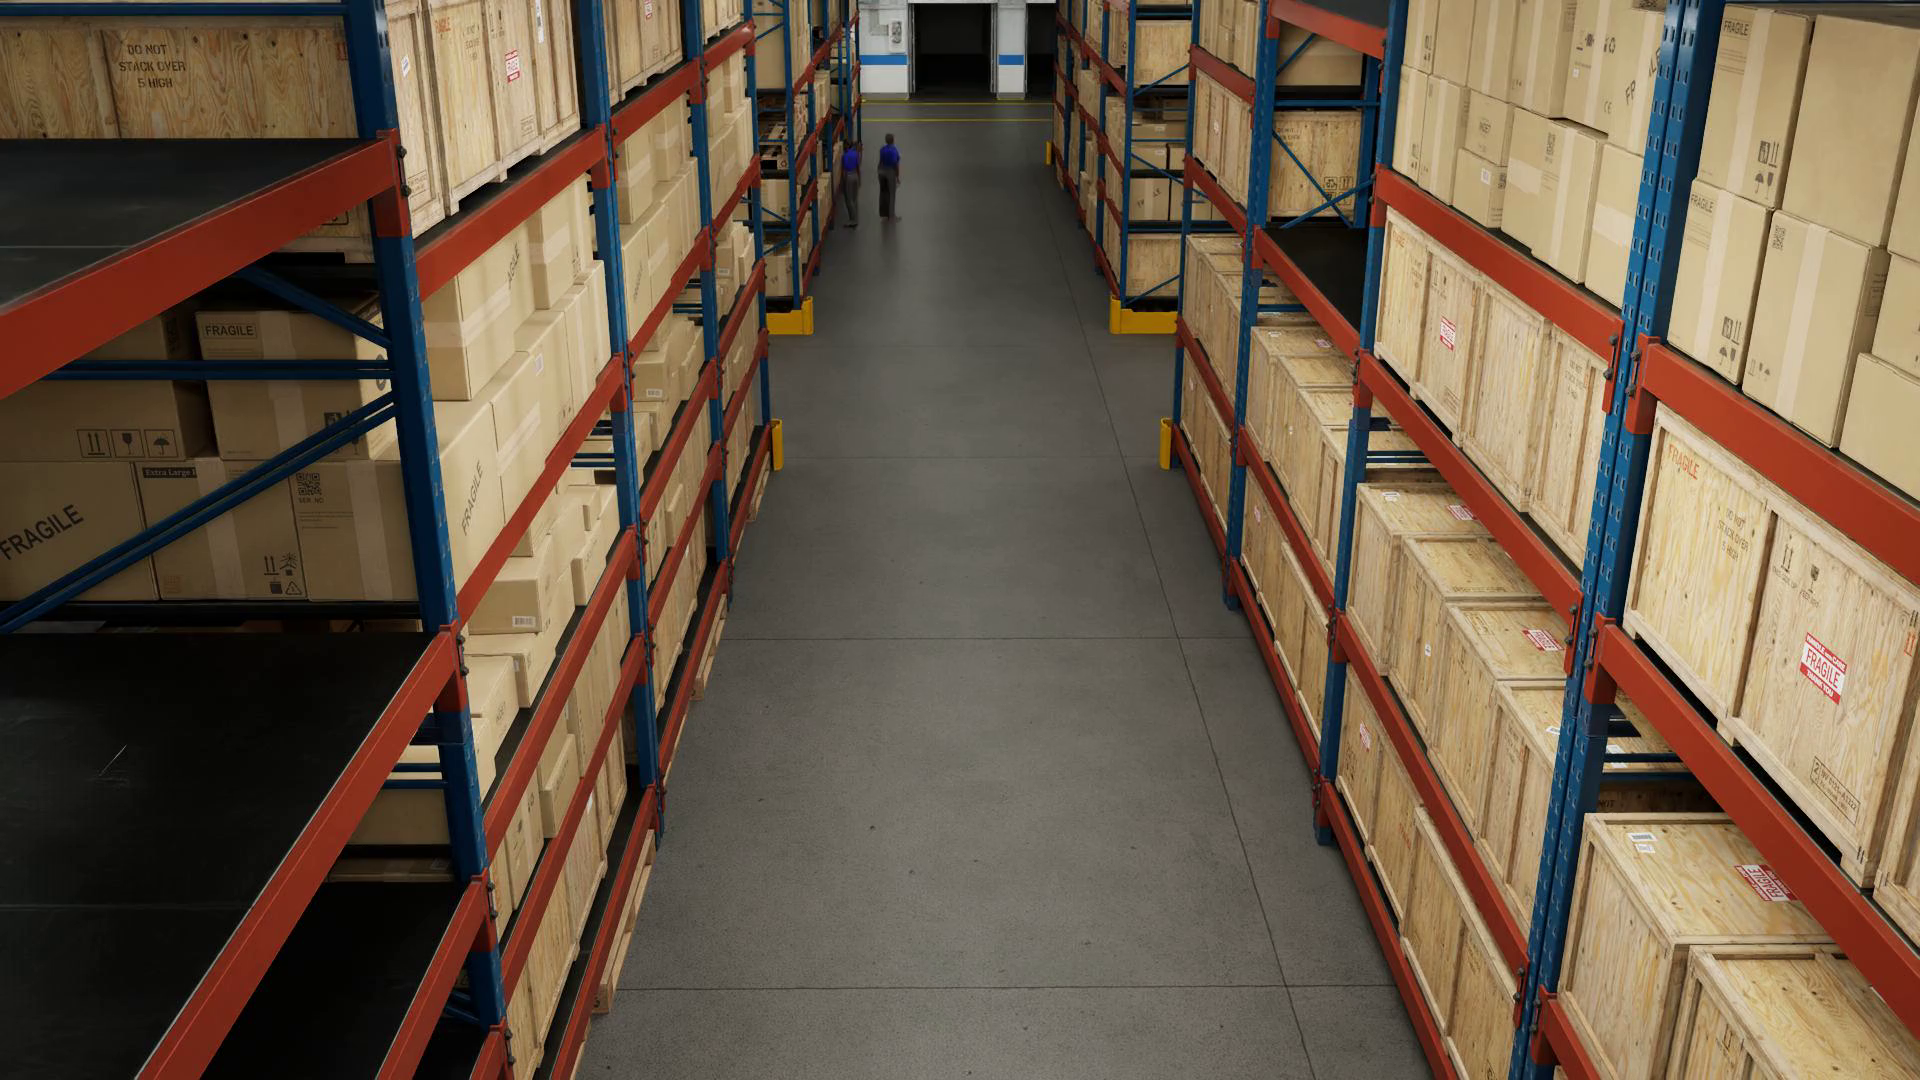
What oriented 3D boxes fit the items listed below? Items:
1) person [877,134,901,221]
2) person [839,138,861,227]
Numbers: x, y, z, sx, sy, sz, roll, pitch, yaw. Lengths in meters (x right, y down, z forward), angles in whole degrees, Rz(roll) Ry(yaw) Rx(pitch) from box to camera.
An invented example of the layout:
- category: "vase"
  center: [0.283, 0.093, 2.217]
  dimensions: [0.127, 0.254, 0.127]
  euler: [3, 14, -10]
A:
- category: "person"
  center: [-1.416, -7.152, 32.739]
  dimensions: [0.586, 1.668, 0.377]
  euler: [15, 26, 33]
- category: "person"
  center: [-2.106, -6.945, 32.250]
  dimensions: [0.397, 1.677, 0.577]
  euler: [15, 26, 34]
